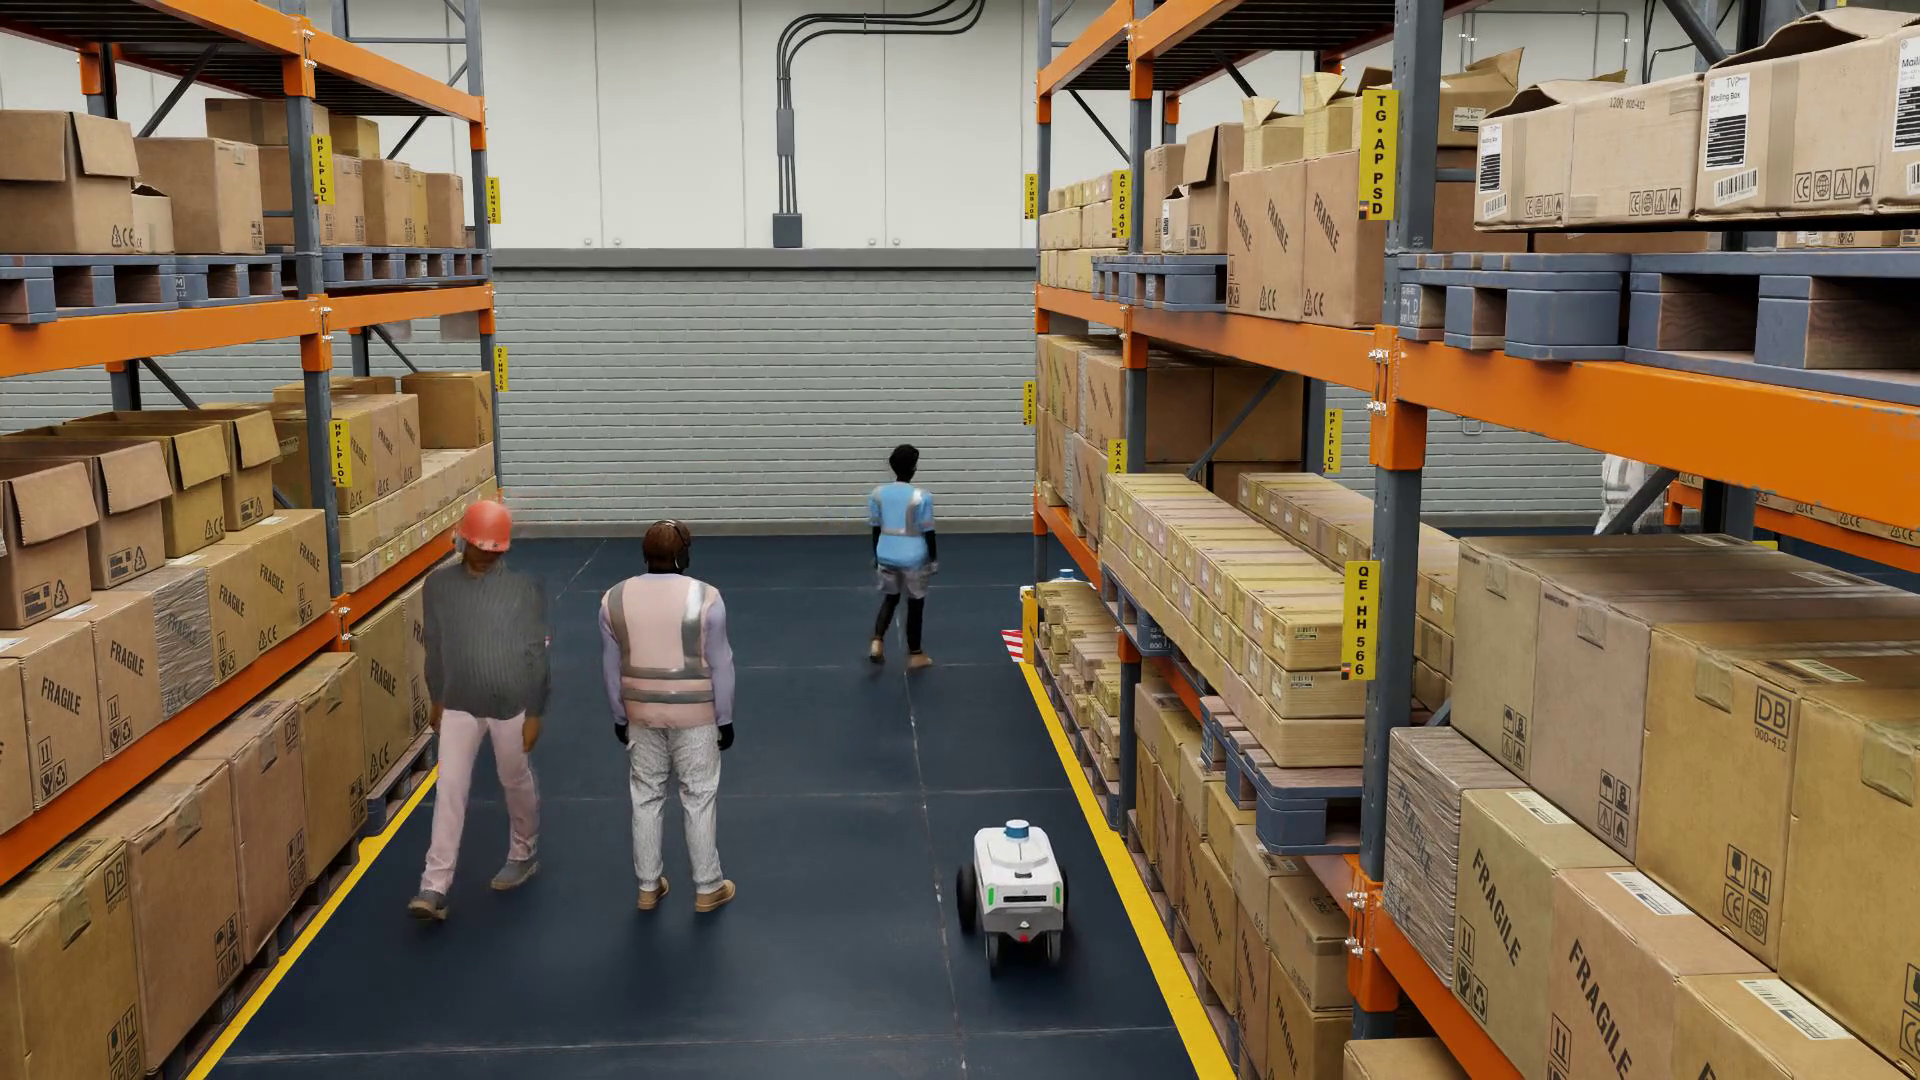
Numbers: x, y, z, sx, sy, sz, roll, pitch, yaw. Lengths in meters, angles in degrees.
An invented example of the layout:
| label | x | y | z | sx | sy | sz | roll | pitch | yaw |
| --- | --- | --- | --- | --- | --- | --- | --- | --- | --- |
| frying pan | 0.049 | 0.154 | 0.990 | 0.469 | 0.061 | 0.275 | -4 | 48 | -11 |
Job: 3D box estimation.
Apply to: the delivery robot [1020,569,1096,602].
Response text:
| label | x | y | z | sx | sy | sz | roll | pitch | yaw |
| --- | --- | --- | --- | --- | --- | --- | --- | --- | --- |
| delivery robot | 0.845 | 0.474 | 13.243 | 0.707 | 0.478 | 0.477 | -2 | 10 | -13 |

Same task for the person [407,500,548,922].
| label | x | y | z | sx | sy | sz | roll | pitch | yaw |
| --- | --- | --- | --- | --- | --- | --- | --- | --- | --- |
| person | -2.239 | 0.779 | 7.676 | 0.643 | 1.929 | 1.022 | 1 | 10 | 8 |

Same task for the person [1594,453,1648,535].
| label | x | y | z | sx | sy | sz | roll | pitch | yaw |
| --- | --- | --- | --- | --- | --- | --- | --- | --- | --- |
| person | 5.459 | -0.222 | 13.774 | 0.405 | 1.871 | 0.579 | -1 | 10 | -5 |

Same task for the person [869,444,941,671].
| label | x | y | z | sx | sy | sz | roll | pitch | yaw |
| --- | --- | --- | --- | --- | --- | --- | --- | --- | --- |
| person | -0.397 | 0.137 | 12.174 | 0.541 | 1.695 | 0.424 | 6 | 11 | 33 |

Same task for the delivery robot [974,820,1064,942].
| label | x | y | z | sx | sy | sz | roll | pitch | yaw |
| --- | --- | --- | --- | --- | --- | --- | --- | --- | --- |
| delivery robot | 0.252 | 1.479 | 7.331 | 0.477 | 0.478 | 0.707 | -1 | 10 | -4 |

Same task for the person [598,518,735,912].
| label | x | y | z | sx | sy | sz | roll | pitch | yaw |
| --- | --- | --- | --- | --- | --- | --- | --- | --- | --- |
| person | -1.331 | 0.816 | 7.728 | 0.619 | 1.845 | 0.430 | 2 | 10 | 11 |
